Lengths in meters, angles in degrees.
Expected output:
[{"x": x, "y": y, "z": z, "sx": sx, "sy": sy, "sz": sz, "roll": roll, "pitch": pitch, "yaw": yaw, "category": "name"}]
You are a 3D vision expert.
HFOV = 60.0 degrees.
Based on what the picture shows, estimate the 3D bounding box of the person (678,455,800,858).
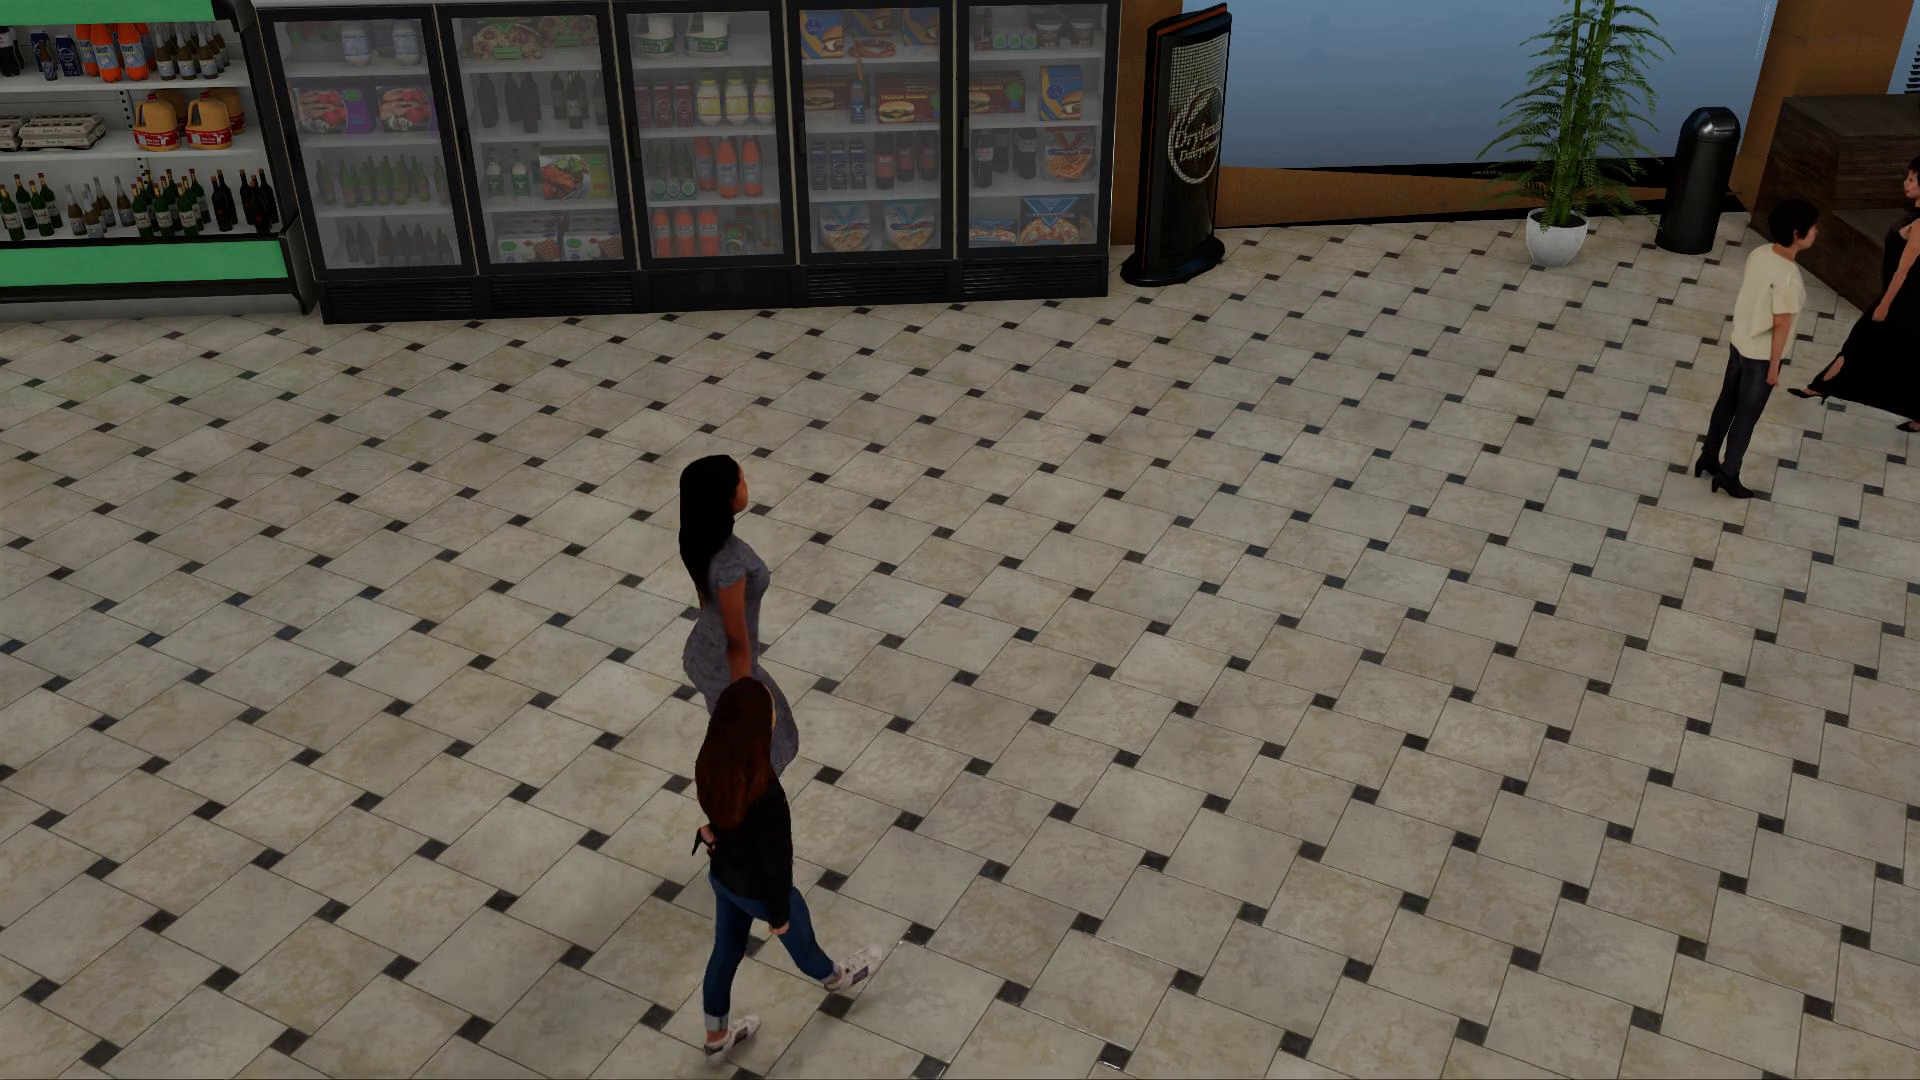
[{"x": -0.911, "y": 0.532, "z": 5.951, "sx": 0.789, "sy": 1.770, "sz": 0.747, "roll": -17, "pitch": 36, "yaw": -26, "category": "person"}]

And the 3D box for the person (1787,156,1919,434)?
[{"x": 5.231, "y": -1.282, "z": 9.071, "sx": 1.119, "sy": 1.555, "sz": 0.979, "roll": 18, "pitch": 36, "yaw": 26, "category": "person"}]

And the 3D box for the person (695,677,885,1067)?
[{"x": -0.724, "y": 1.112, "z": 5.321, "sx": 1.001, "sy": 1.451, "sz": 0.916, "roll": -28, "pitch": 41, "yaw": -37, "category": "person"}]

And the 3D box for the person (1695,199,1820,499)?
[{"x": 4.102, "y": -0.982, "z": 8.556, "sx": 0.471, "sy": 1.588, "sz": 0.598, "roll": -2, "pitch": 32, "yaw": -2, "category": "person"}]
